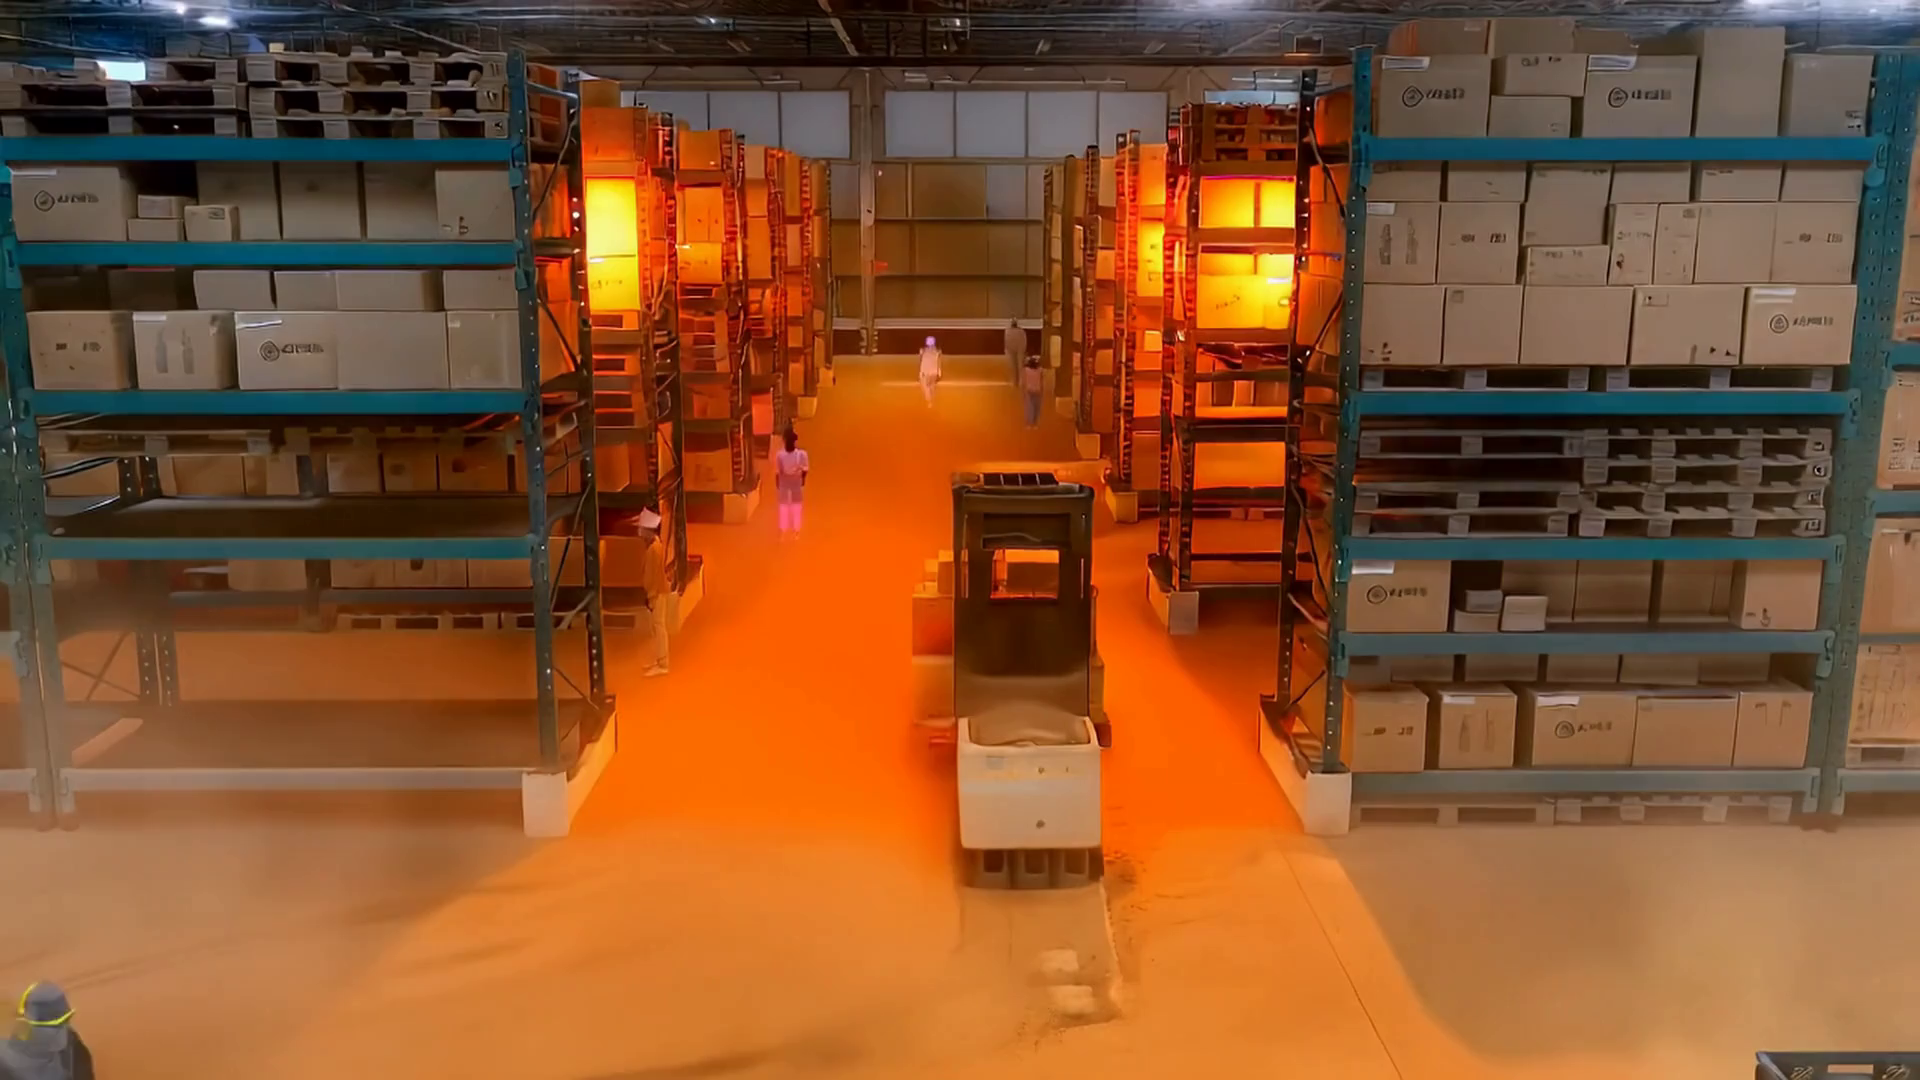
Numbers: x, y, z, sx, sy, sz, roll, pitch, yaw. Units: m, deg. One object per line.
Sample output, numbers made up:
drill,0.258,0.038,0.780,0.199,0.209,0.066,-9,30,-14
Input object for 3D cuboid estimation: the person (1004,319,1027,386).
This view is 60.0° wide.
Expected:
person,1.547,-5.152,45.786,0.634,1.848,0.981,-2,12,-8

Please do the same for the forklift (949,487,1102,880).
forklift,0.495,0.986,12.813,1.129,2.768,1.873,0,11,-2

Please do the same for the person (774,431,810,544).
person,-2.483,-0.762,24.496,0.538,1.670,0.738,0,11,-1

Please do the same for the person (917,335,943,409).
person,-0.731,-4.094,40.614,0.643,1.823,0.491,-3,12,-15

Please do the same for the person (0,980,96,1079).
person,-3.777,2.699,6.888,1.005,1.861,0.662,0,11,2

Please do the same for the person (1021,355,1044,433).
person,1.597,-3.244,36.730,0.492,1.701,0.884,0,11,0

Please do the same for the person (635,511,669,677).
person,-3.265,0.567,17.663,0.314,1.768,0.526,-3,12,-13
